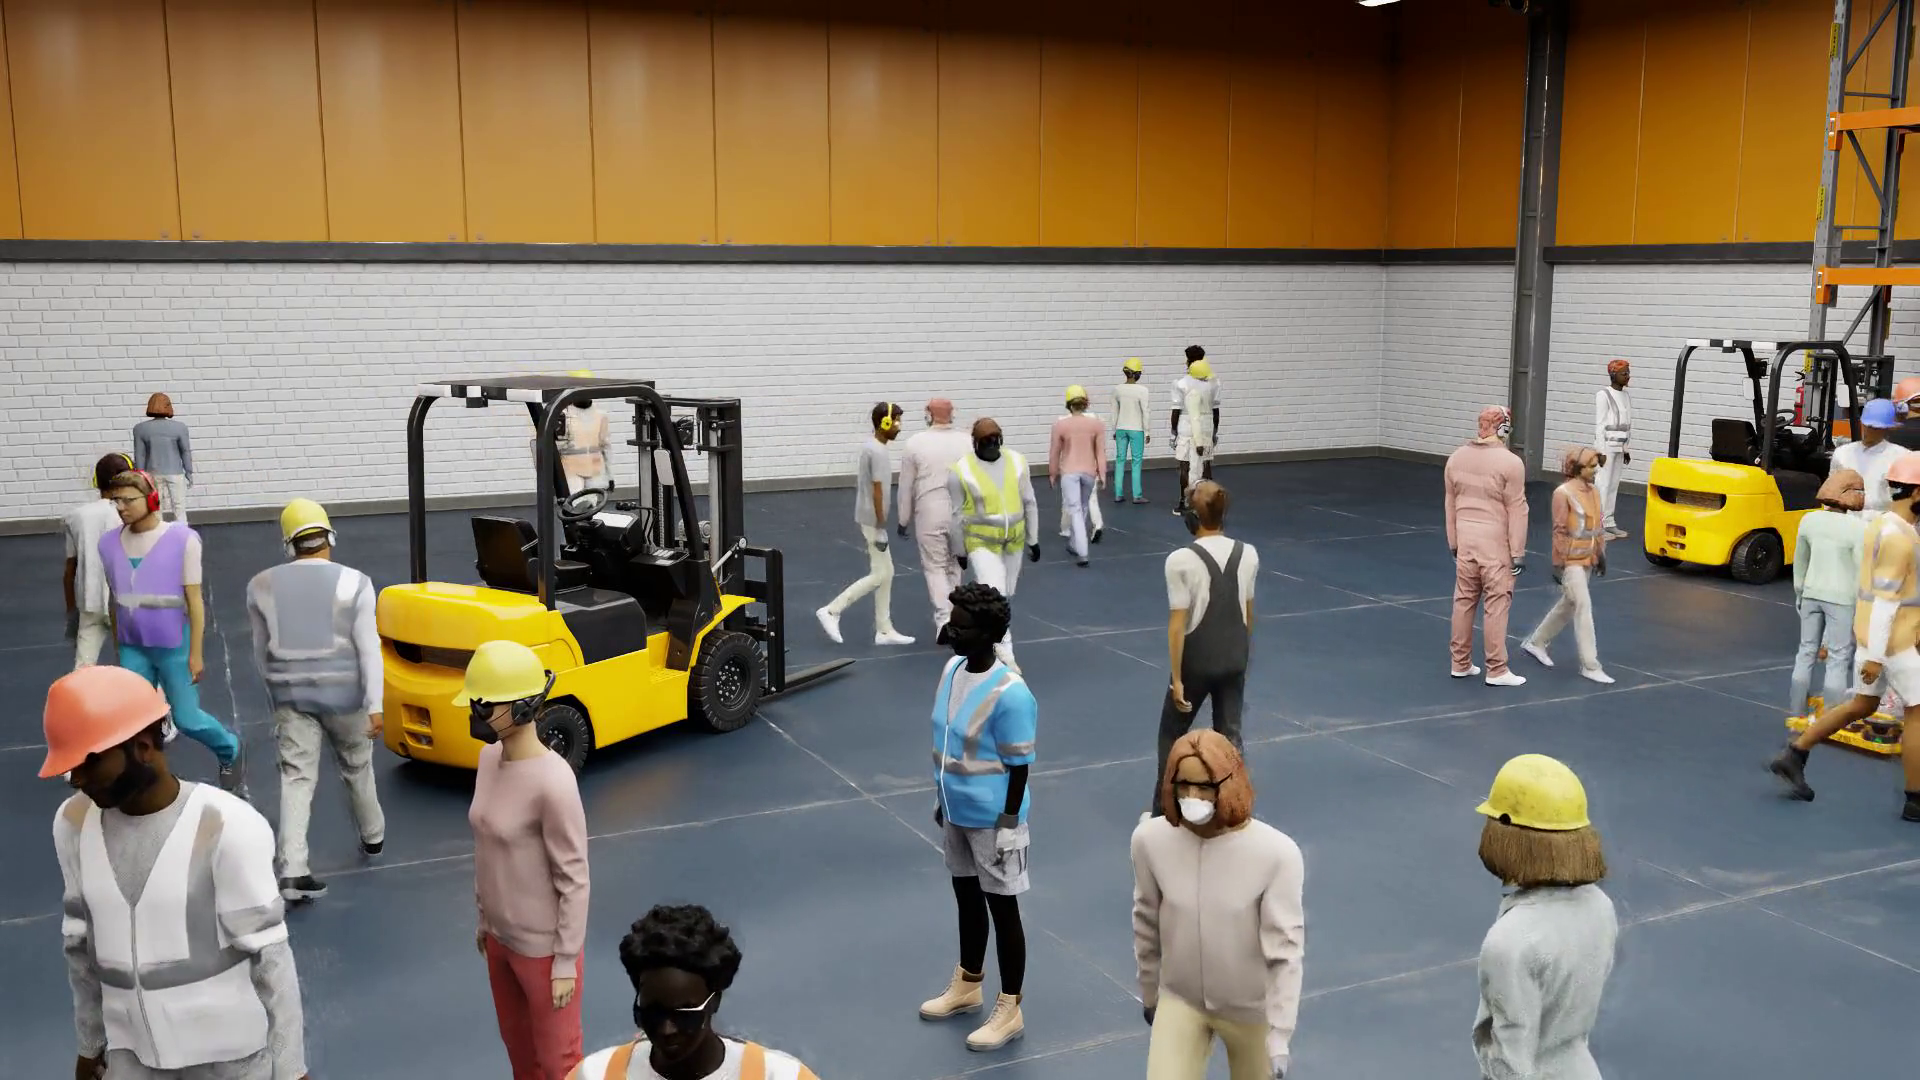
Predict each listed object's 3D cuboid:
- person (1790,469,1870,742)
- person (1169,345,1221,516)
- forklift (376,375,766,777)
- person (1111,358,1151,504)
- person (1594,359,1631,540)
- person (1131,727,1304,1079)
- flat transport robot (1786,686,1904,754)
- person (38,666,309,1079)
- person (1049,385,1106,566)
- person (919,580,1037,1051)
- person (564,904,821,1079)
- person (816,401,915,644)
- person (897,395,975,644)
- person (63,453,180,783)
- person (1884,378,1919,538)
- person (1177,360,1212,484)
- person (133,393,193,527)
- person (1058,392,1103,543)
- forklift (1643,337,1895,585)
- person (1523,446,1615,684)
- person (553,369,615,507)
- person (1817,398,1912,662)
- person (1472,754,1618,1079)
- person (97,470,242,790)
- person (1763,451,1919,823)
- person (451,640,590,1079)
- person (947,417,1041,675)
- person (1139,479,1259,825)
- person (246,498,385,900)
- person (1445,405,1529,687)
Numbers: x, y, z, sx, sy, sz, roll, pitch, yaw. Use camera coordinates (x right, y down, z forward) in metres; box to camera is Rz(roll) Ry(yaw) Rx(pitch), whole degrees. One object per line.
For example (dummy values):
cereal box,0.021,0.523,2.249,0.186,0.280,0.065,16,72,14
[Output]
person,5.223,0.384,9.961,0.283,1.631,0.503,-4,10,-23
person,2.687,-1.250,19.068,0.606,1.967,0.367,-2,9,-13
forklift,-2.268,0.149,9.685,1.214,2.155,2.313,6,11,32
person,2.074,-1.318,20.111,0.534,1.767,0.317,7,11,37
person,6.851,-0.946,17.448,0.572,1.883,0.356,-8,12,-42
person,0.662,1.294,4.448,0.512,1.589,0.848,4,10,24
flat transport robot,5.783,1.046,10.072,1.431,0.197,0.652,-4,10,-25
person,-1.859,1.210,4.017,0.661,1.893,0.526,1,9,6
person,1.134,-0.631,16.024,0.532,1.708,0.958,-2,9,-12
person,0.069,0.985,6.035,0.321,1.697,0.530,-6,11,-32
person,-0.479,1.459,3.196,0.534,1.665,0.827,1,9,4
person,-0.697,-0.114,12.414,0.669,1.836,0.568,-1,9,-4
person,-0.123,-0.155,12.649,0.675,1.875,0.860,-3,10,-19
person,-4.818,0.404,9.449,0.533,1.760,1.119,0,9,-1
person,7.264,-0.242,12.759,0.609,1.985,0.392,-3,10,-17
person,2.690,-1.167,19.113,0.404,1.795,0.657,0,9,-1
person,-7.712,-0.610,16.126,0.507,1.632,0.268,-3,10,-19
person,1.259,-0.777,17.264,0.520,1.612,0.805,-2,9,-15
forklift,7.551,-0.789,15.507,2.313,2.155,1.214,-4,10,-25
person,4.263,0.142,11.550,0.524,1.608,0.763,-8,12,-40
person,-3.464,-0.620,15.336,0.619,1.906,0.520,-8,12,-42
person,6.535,-0.071,11.939,0.760,1.920,0.631,-7,11,-36
person,1.322,1.332,3.894,0.487,1.692,0.893,-7,12,-37
person,-4.055,0.526,8.509,0.571,1.823,0.751,1,9,8
person,4.691,0.482,8.547,0.881,1.909,0.536,3,10,18
person,-1.262,1.152,4.788,0.326,1.767,0.533,-8,12,-41
person,0.196,0.010,11.786,0.628,1.804,0.889,-4,10,-25
person,1.154,0.609,8.018,0.512,1.816,0.776,-3,10,-18
person,-2.911,0.704,7.554,0.600,1.776,0.922,-1,9,-5
person,3.595,0.035,11.293,0.408,1.906,0.638,-6,11,-33
